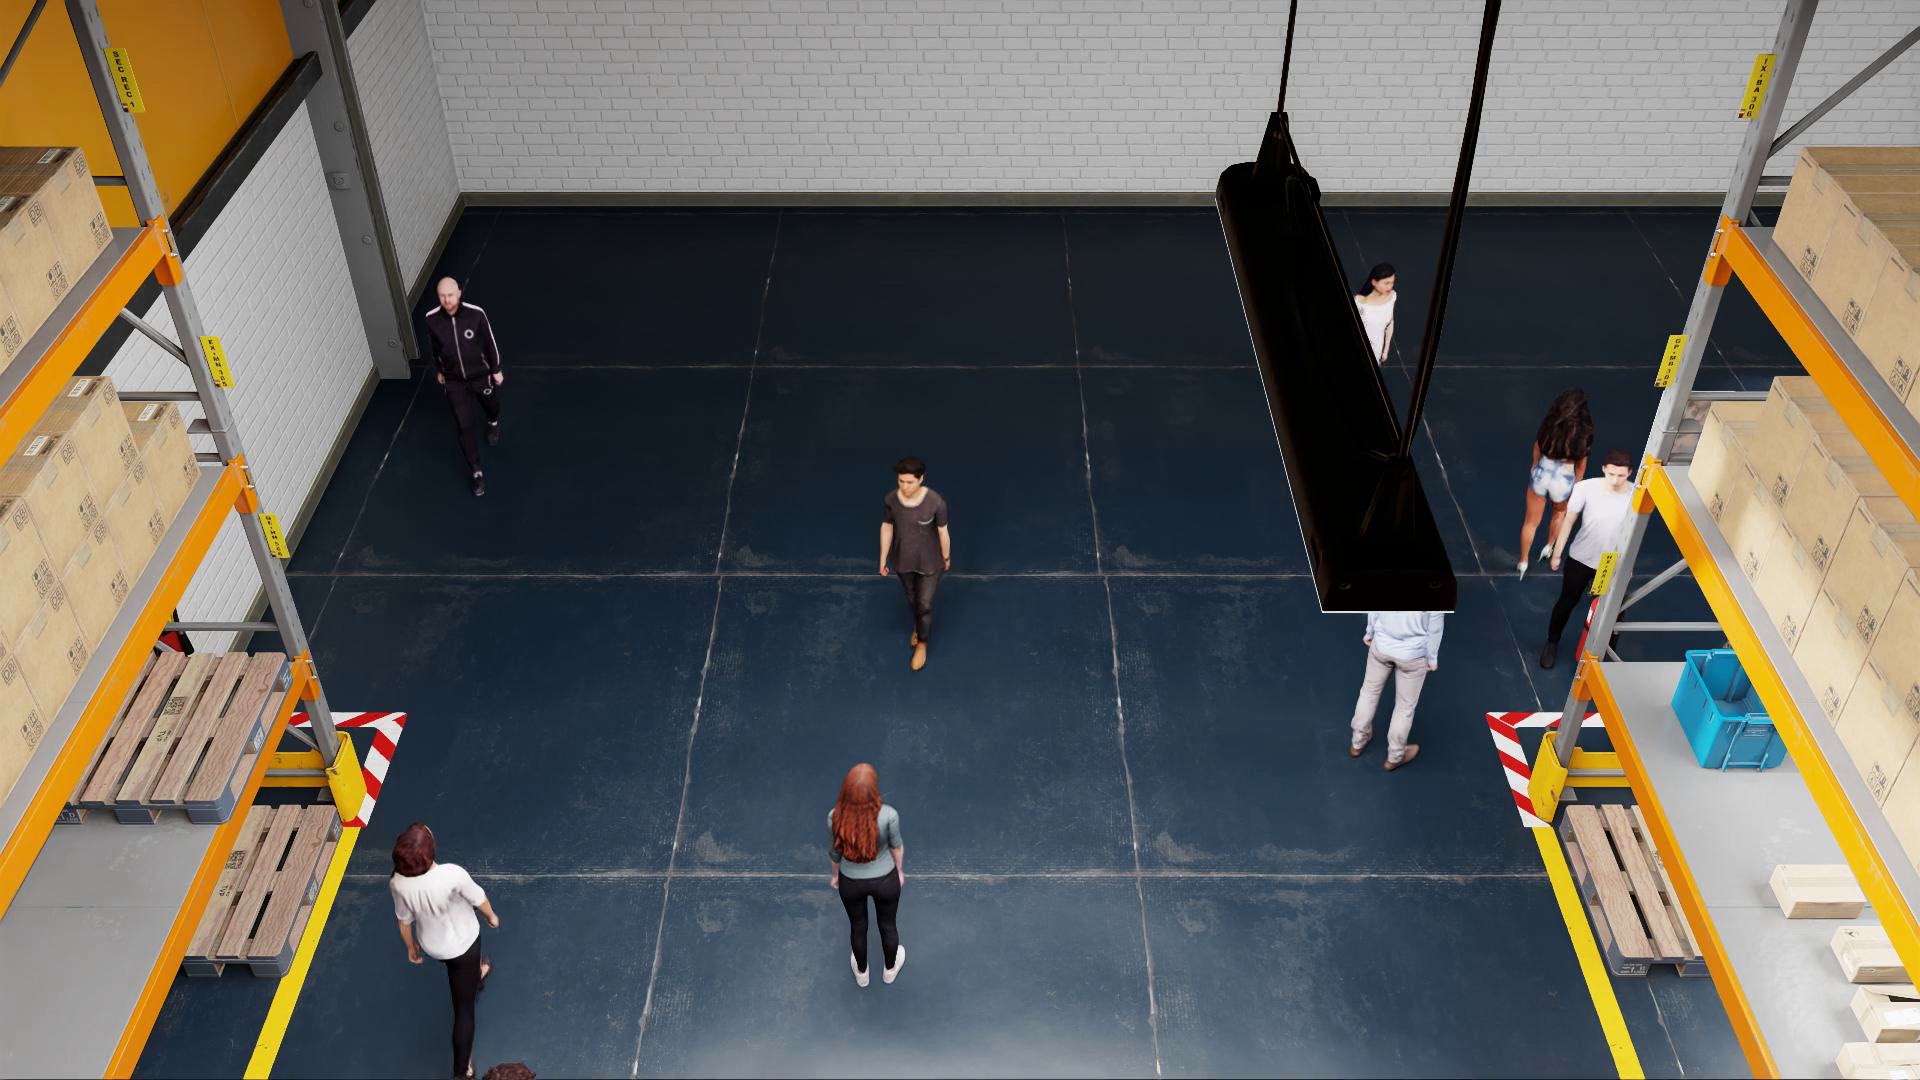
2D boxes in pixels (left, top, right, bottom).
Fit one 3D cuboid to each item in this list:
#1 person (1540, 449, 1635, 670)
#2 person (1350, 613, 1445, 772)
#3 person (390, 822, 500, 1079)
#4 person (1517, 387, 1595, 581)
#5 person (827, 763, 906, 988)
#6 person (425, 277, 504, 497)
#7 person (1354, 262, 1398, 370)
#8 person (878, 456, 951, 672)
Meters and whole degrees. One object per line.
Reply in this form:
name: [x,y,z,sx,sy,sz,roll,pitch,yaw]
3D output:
person: [4.477,0.122,11.678,0.765,1.865,0.696,11,40,13]
person: [2.879,0.722,10.907,0.751,1.889,0.777,26,45,28]
person: [-2.787,2.300,9.056,0.633,1.734,1.141,1,39,1]
person: [4.426,-0.364,12.498,0.704,1.601,0.793,16,41,19]
person: [-0.526,1.935,9.506,0.574,1.742,0.536,1,39,2]
person: [-4.009,-1.379,13.615,0.873,1.792,1.306,-7,39,-9]
person: [3.322,-1.589,13.927,0.920,1.731,1.262,-12,40,-14]
person: [-0.284,0.060,11.891,0.773,1.696,0.885,13,40,15]
